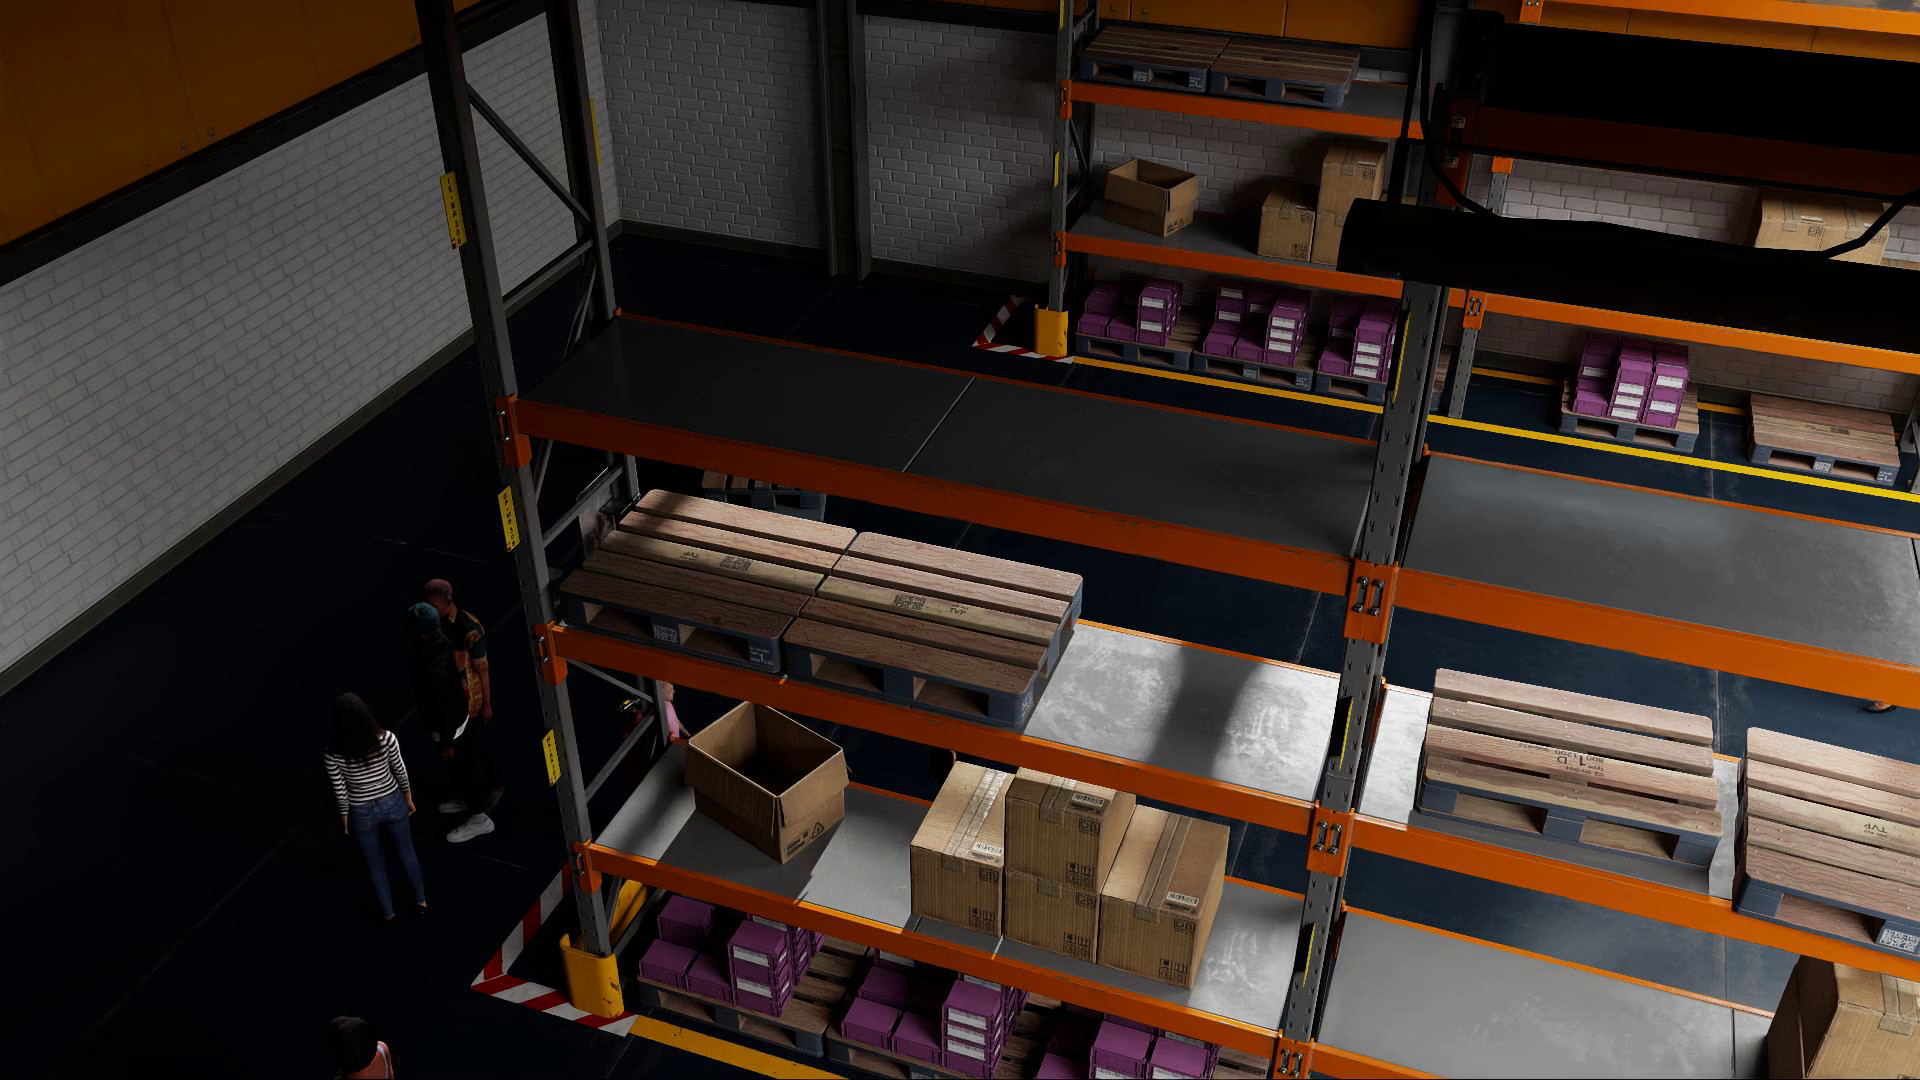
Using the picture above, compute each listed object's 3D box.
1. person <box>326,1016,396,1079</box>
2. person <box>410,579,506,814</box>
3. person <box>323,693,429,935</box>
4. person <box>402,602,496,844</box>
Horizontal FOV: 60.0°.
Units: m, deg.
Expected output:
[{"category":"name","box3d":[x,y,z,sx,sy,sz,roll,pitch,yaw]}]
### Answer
[{"category":"person","box3d":[-2.854,2.930,8.137,0.520,1.696,0.569,13,36,18]},{"category":"person","box3d":[-3.288,1.003,10.937,0.596,1.806,0.761,9,35,14]},{"category":"person","box3d":[-3.497,1.645,9.979,0.636,1.797,0.676,-17,37,-24]},{"category":"person","box3d":[-3.309,1.151,10.705,0.798,1.817,0.750,-13,36,-18]}]
